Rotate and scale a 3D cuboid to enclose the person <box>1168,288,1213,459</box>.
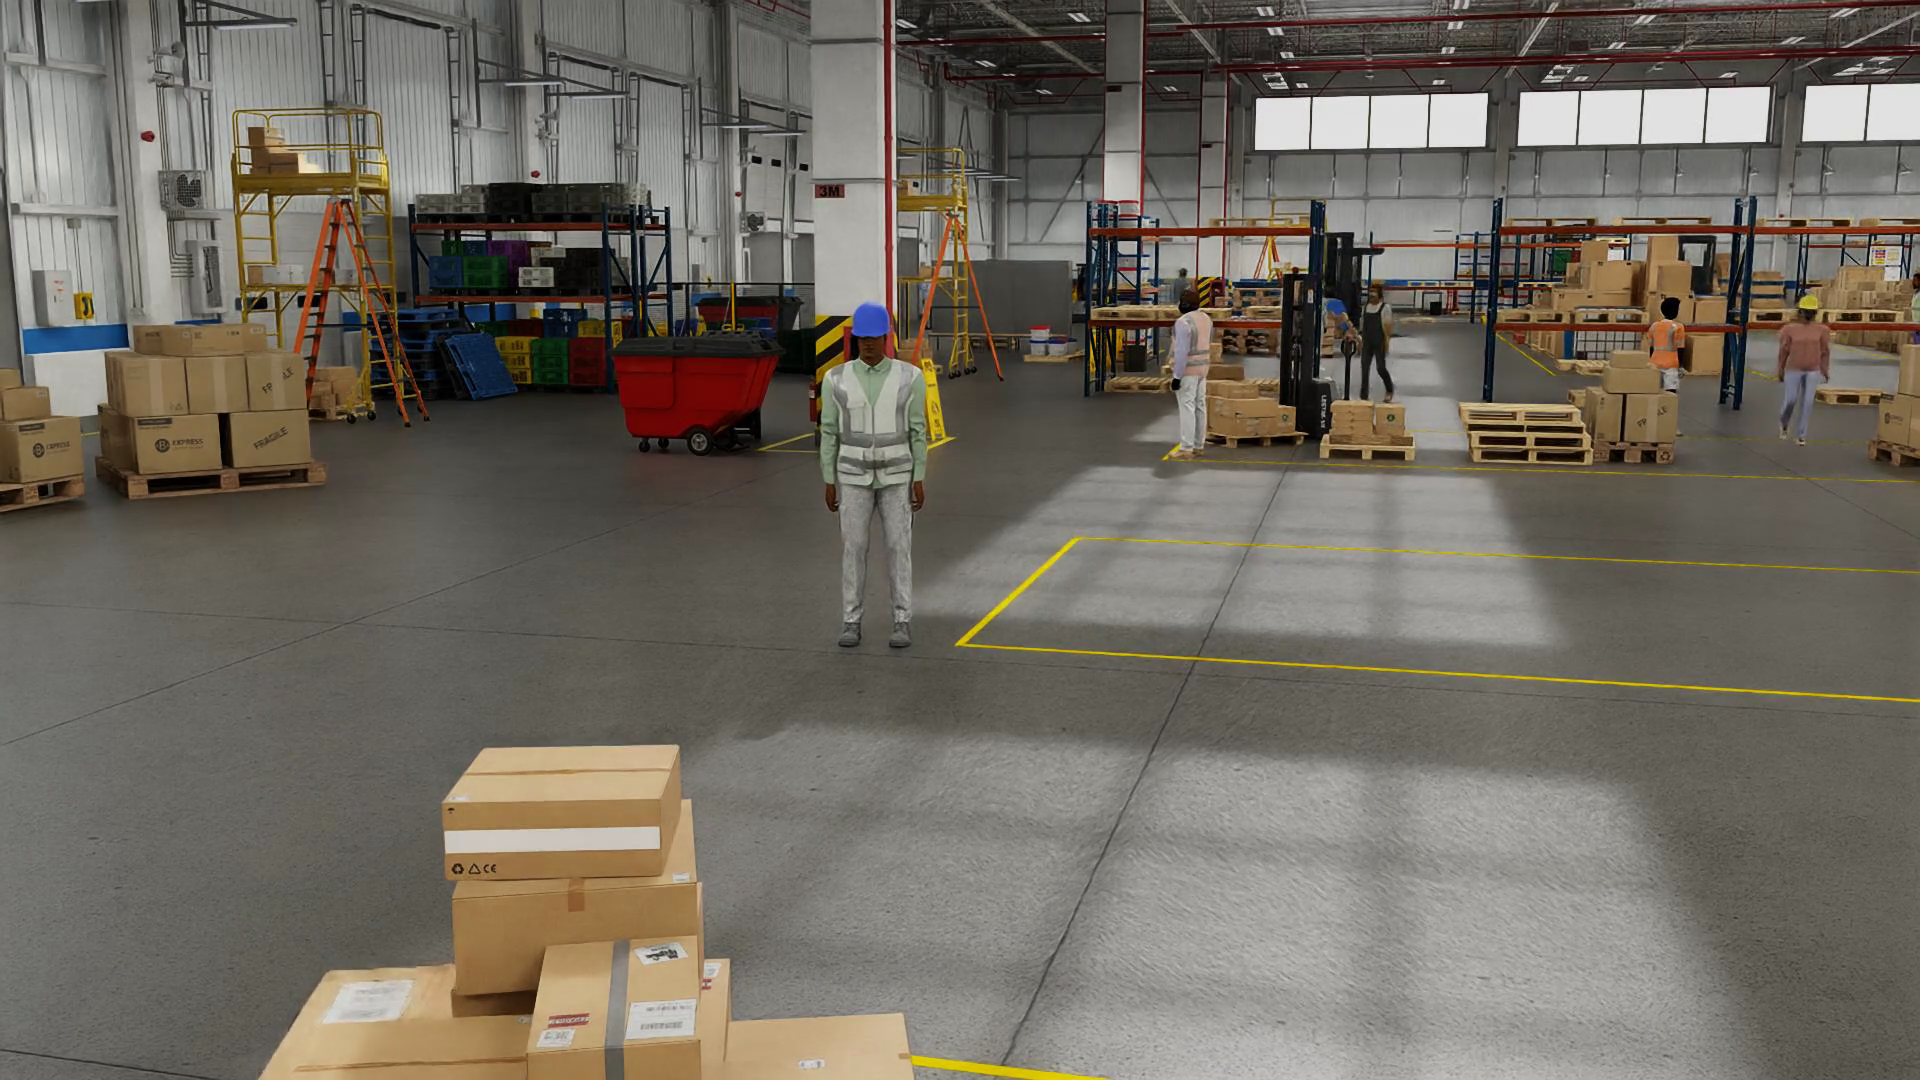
[{"bbox_3d":[2.477,-1.796,18.031,0.430,1.845,0.620,8,12,38],"label":"person"}]

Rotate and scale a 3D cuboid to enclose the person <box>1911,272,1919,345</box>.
[{"bbox_3d":[18.166,-4.111,31.446,0.371,1.915,0.598,3,10,16],"label":"person"}]

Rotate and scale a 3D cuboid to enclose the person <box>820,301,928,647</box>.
[{"bbox_3d":[-0.479,-0.353,9.272,0.601,1.939,0.413,0,10,0],"label":"person"}]

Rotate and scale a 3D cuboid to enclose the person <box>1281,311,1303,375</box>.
[{"bbox_3d":[6.360,-3.974,30.757,0.703,1.872,0.962,-4,11,-24],"label":"person"}]

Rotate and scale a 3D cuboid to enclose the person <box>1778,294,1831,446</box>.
[{"bbox_3d":[9.773,-1.958,19.250,0.526,1.754,0.361,3,10,16],"label":"person"}]

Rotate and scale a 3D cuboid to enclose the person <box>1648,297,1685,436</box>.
[{"bbox_3d":[8.631,-2.112,20.319,0.318,1.697,0.535,-4,11,-24],"label":"person"}]

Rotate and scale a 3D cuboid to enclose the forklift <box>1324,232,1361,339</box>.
[{"bbox_3d":[9.862,-6.626,43.418,1.873,2.768,1.129,-3,10,-16],"label":"forklift"}]

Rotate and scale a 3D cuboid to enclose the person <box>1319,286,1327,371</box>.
[{"bbox_3d":[6.849,-4.116,32.005,0.485,1.737,0.320,-3,10,-18],"label":"person"}]

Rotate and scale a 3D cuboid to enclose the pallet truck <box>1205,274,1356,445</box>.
[{"bbox_3d":[3.653,-2.138,19.590,1.885,1.965,0.823,-4,10,-20],"label":"pallet truck"}]

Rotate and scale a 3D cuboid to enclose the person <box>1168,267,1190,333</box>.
[{"bbox_3d":[5.991,-6.456,45.254,0.673,1.918,0.638,-5,11,-25],"label":"person"}]

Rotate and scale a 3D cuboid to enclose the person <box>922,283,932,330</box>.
[{"bbox_3d":[-0.903,-7.314,50.273,0.544,1.929,0.390,-7,12,-35],"label":"person"}]

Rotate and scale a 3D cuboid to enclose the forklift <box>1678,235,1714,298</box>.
[{"bbox_3d":[21.463,-7.526,48.719,1.129,2.768,1.873,5,11,26],"label":"forklift"}]

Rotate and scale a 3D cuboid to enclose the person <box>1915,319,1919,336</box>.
[{"bbox_3d":[17.574,-3.910,30.278,0.577,1.904,0.860,-7,12,-35],"label":"person"}]

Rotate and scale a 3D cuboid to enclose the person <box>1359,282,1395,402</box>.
[{"bbox_3d":[6.159,-2.892,24.566,0.516,1.821,0.807,9,13,43],"label":"person"}]

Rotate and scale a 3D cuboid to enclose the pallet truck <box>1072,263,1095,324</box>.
[{"bbox_3d":[4.325,-8.180,55.162,0.823,1.965,1.885,6,11,31],"label":"pallet truck"}]

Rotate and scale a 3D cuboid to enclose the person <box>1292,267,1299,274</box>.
[{"bbox_3d":[10.629,-7.726,52.825,0.355,1.885,0.575,-5,11,-26],"label":"person"}]
